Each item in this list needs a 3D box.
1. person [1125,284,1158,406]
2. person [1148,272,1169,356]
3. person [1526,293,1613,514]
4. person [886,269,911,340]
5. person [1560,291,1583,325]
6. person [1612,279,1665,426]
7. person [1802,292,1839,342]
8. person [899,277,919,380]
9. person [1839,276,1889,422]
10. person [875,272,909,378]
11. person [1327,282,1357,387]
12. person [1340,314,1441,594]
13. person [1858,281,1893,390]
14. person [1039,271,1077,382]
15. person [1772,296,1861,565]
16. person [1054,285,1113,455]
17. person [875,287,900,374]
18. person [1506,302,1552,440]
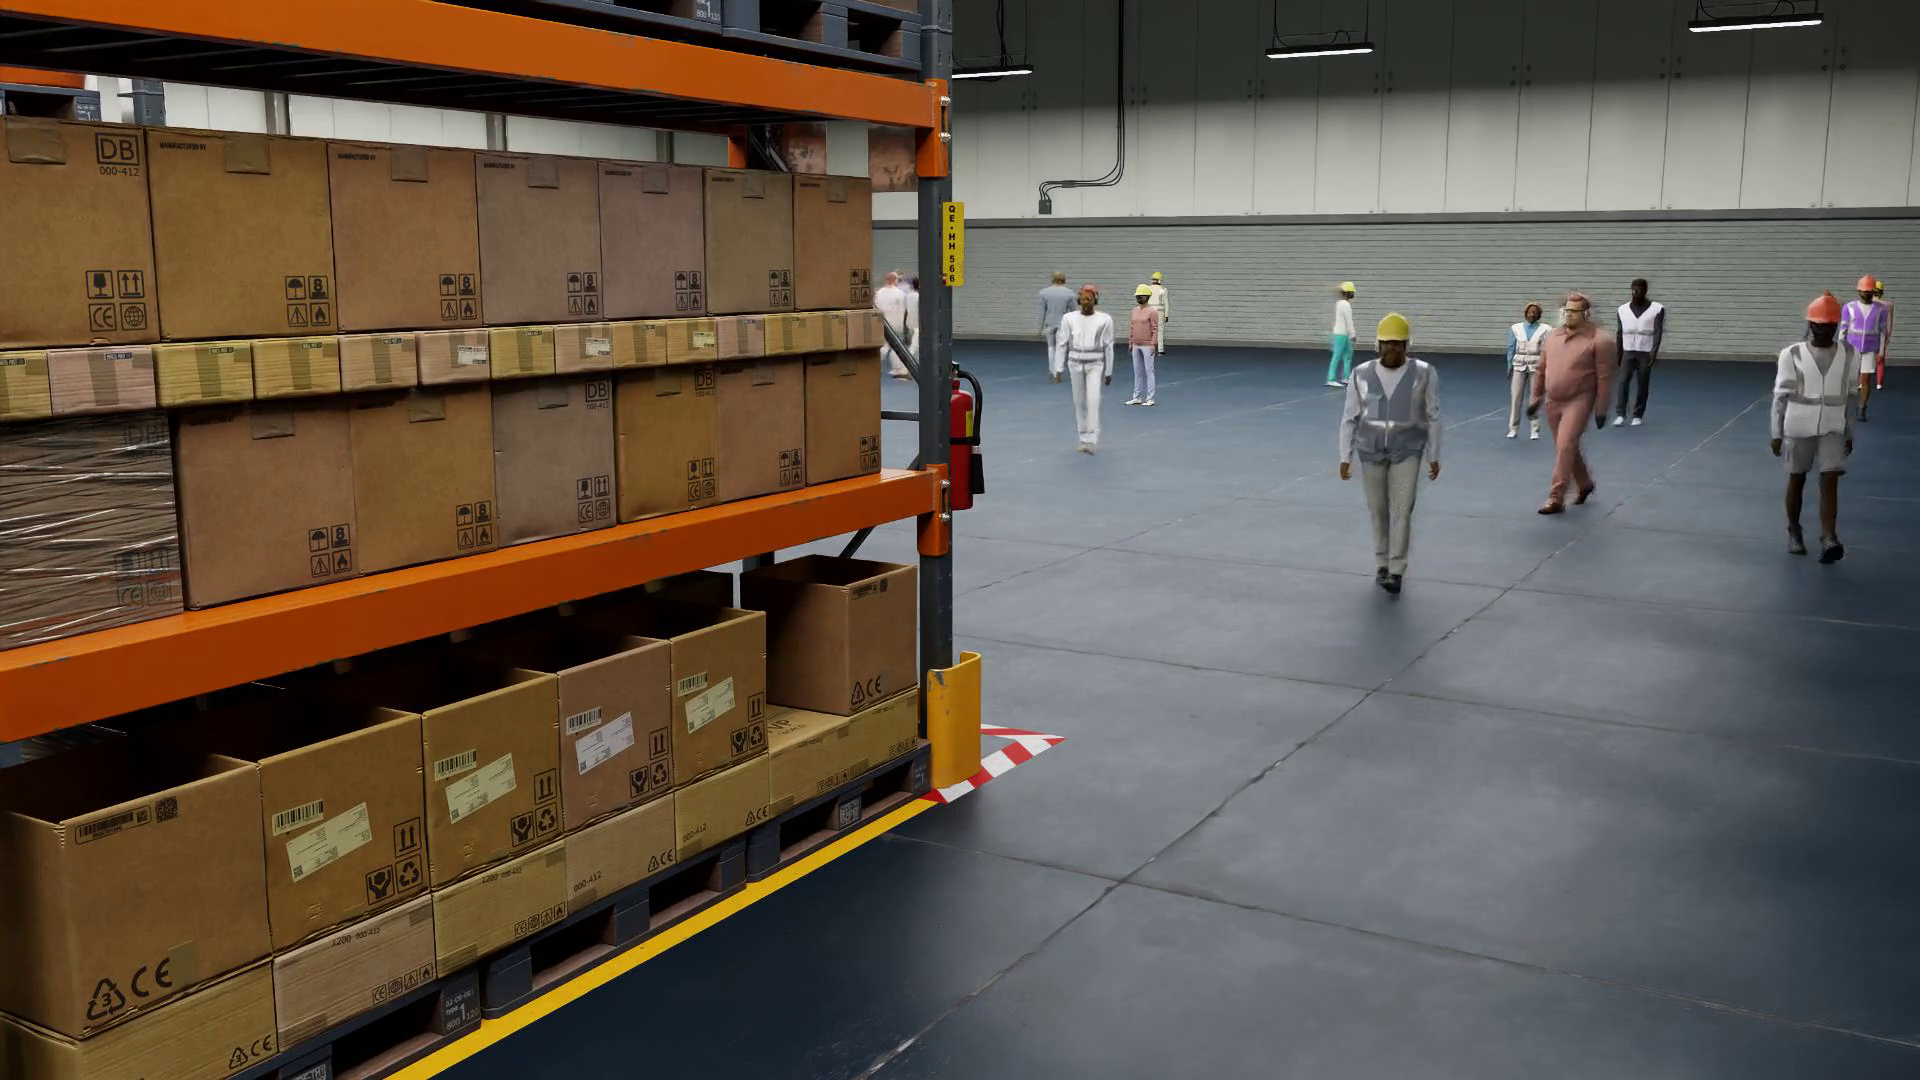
[{"bbox_3d":[2.660,-2.833,24.231,0.308,1.769,0.524,-8,13,-40],"label":"person"},{"bbox_3d":[4.285,-4.938,36.397,0.600,1.818,0.403,4,10,22],"label":"person"},{"bbox_3d":[5.266,-1.185,14.295,0.952,1.867,0.640,-6,12,-33],"label":"person"},{"bbox_3d":[-1.404,-5.176,37.566,0.660,1.892,0.617,5,11,26],"label":"person"},{"bbox_3d":[9.926,-3.252,27.110,0.523,1.627,0.550,-5,11,-26],"label":"person"},{"bbox_3d":[8.619,-2.371,21.202,0.591,1.881,0.863,7,12,34],"label":"person"},{"bbox_3d":[14.241,-3.309,27.536,0.520,1.581,0.831,4,11,24],"label":"person"},{"bbox_3d":[-0.738,-3.739,29.401,1.000,1.816,0.553,-9,13,-42],"label":"person"},{"bbox_3d":[11.986,-2.546,22.113,0.552,1.917,0.751,5,11,26],"label":"person"},{"bbox_3d":[-1.224,-3.826,29.683,0.661,1.895,0.504,8,13,39],"label":"person"},{"bbox_3d":[6.464,-3.416,27.727,0.702,1.743,0.546,1,10,3],"label":"person"},{"bbox_3d":[2.755,-0.551,10.760,0.624,1.795,0.883,4,11,23],"label":"person"},{"bbox_3d":[14.903,-3.328,27.138,0.524,1.764,0.329,4,10,21],"label":"person"},{"bbox_3d":[1.735,-3.718,29.000,0.663,1.897,0.939,2,10,13],"label":"person"},{"bbox_3d":[6.087,-0.778,11.831,0.575,1.885,0.980,3,10,16],"label":"person"},{"bbox_3d":[1.350,-1.852,18.267,0.599,1.844,0.926,3,10,17],"label":"person"},{"bbox_3d":[-1.487,-3.854,30.668,0.862,1.591,0.542,4,10,22],"label":"person"},{"bbox_3d":[6.790,-2.016,19.821,0.530,1.632,0.314,5,11,29],"label":"person"}]
